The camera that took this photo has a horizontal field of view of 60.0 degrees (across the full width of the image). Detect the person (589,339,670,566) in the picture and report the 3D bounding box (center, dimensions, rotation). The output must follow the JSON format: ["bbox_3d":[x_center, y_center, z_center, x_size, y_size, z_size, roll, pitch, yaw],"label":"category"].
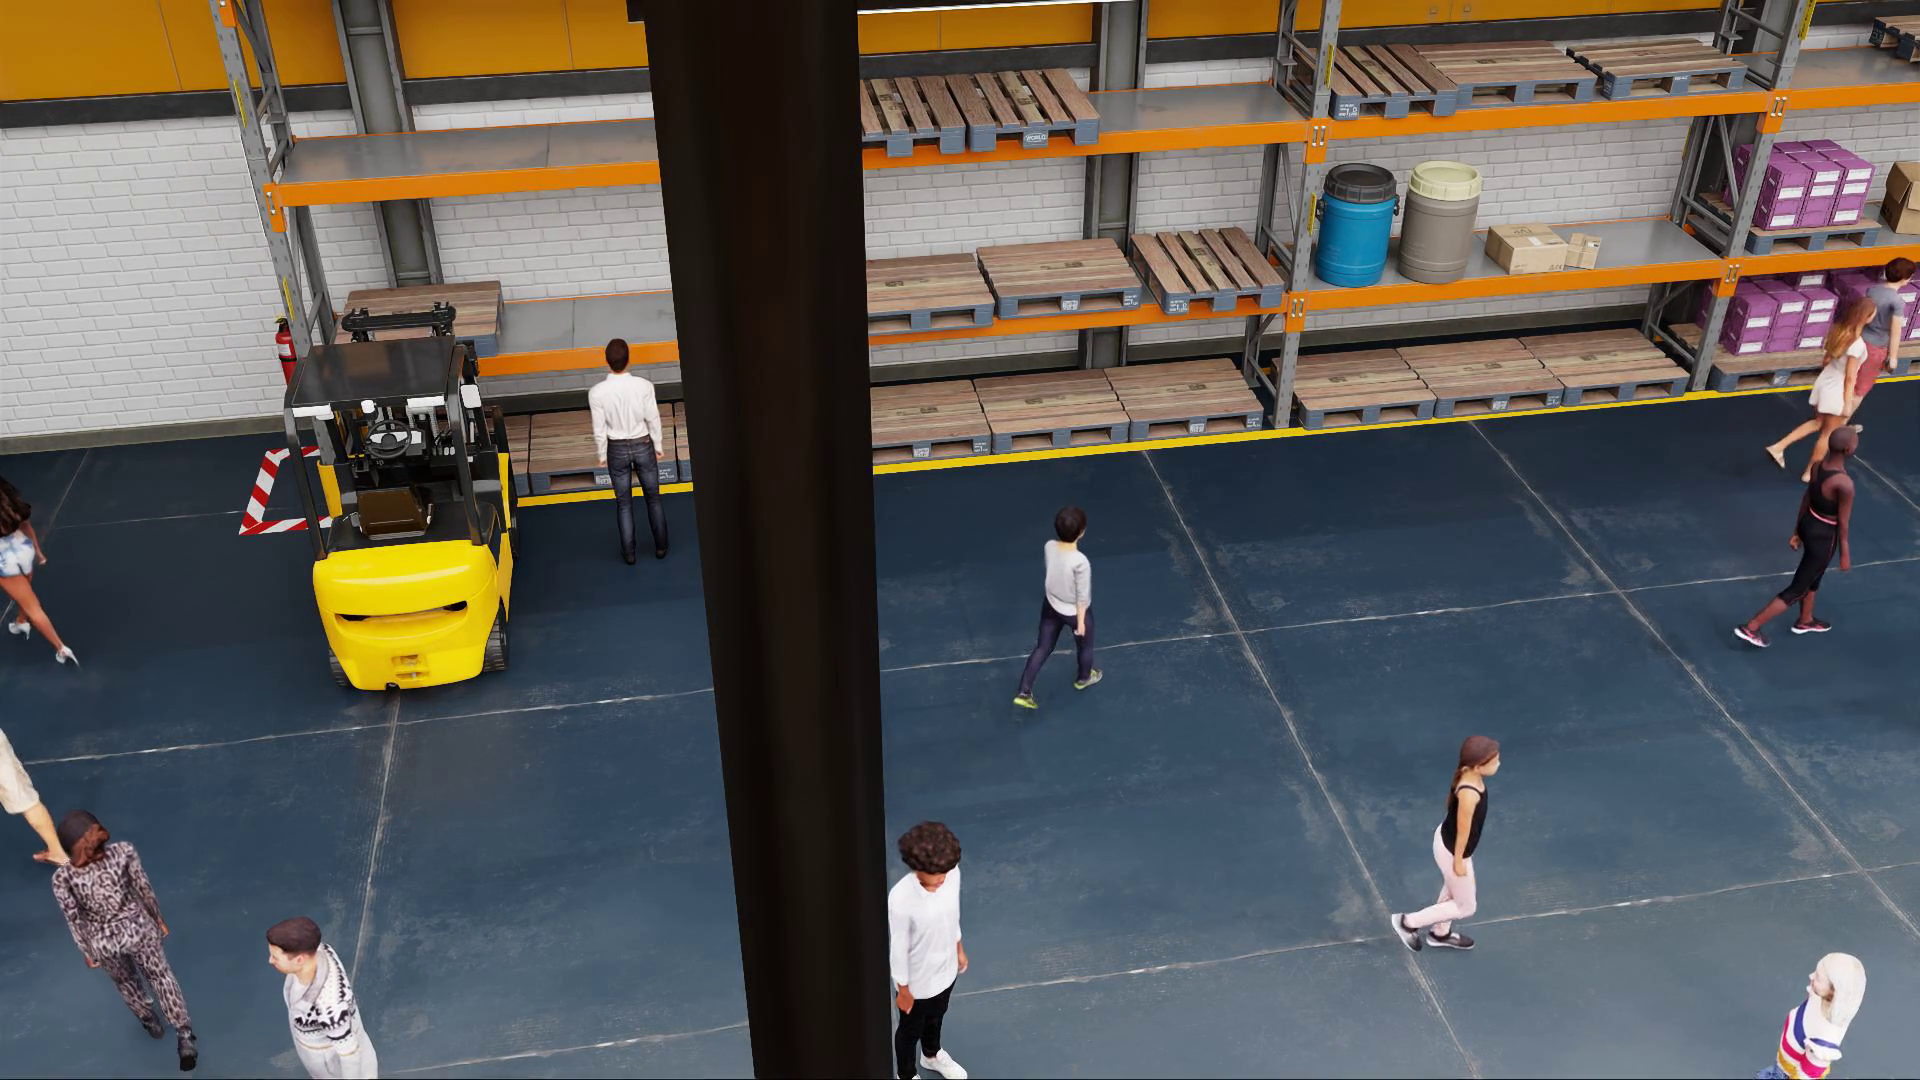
[{"bbox_3d":[-2.476,-0.660,12.522,0.500,1.871,0.733,-9,35,-13],"label":"person"}]

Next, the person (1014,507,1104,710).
[{"bbox_3d":[0.651,0.490,11.106,0.943,1.523,1.095,28,43,35],"label":"person"}]

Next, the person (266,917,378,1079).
[{"bbox_3d":[-2.912,2.452,7.850,0.688,1.860,0.755,-18,38,-25],"label":"person"}]

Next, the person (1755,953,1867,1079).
[{"bbox_3d":[3.951,2.587,7.705,0.873,1.796,0.825,13,36,18],"label":"person"}]

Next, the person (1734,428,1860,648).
[{"bbox_3d":[5.908,0.025,11.616,1.060,1.734,0.665,-2,34,-3],"label":"person"}]

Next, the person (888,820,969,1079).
[{"bbox_3d":[-0.177,2.124,8.388,0.776,1.810,0.692,26,42,34],"label":"person"}]

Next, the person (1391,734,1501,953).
[{"bbox_3d":[2.700,1.707,9.243,0.804,1.558,0.691,9,35,13],"label":"person"}]

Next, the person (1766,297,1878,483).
[{"bbox_3d":[7.006,-1.197,13.502,0.872,1.680,0.681,1,34,2],"label":"person"}]

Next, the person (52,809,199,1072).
[{"bbox_3d":[-4.284,2.082,8.556,1.017,1.695,0.951,-26,41,-33],"label":"person"}]

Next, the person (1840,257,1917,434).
[{"bbox_3d":[7.696,-1.624,14.182,0.672,1.638,0.587,-5,34,-8],"label":"person"}]

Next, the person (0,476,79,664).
[{"bbox_3d":[-6.490,0.208,11.476,1.069,1.583,0.957,18,37,24],"label":"person"}]
